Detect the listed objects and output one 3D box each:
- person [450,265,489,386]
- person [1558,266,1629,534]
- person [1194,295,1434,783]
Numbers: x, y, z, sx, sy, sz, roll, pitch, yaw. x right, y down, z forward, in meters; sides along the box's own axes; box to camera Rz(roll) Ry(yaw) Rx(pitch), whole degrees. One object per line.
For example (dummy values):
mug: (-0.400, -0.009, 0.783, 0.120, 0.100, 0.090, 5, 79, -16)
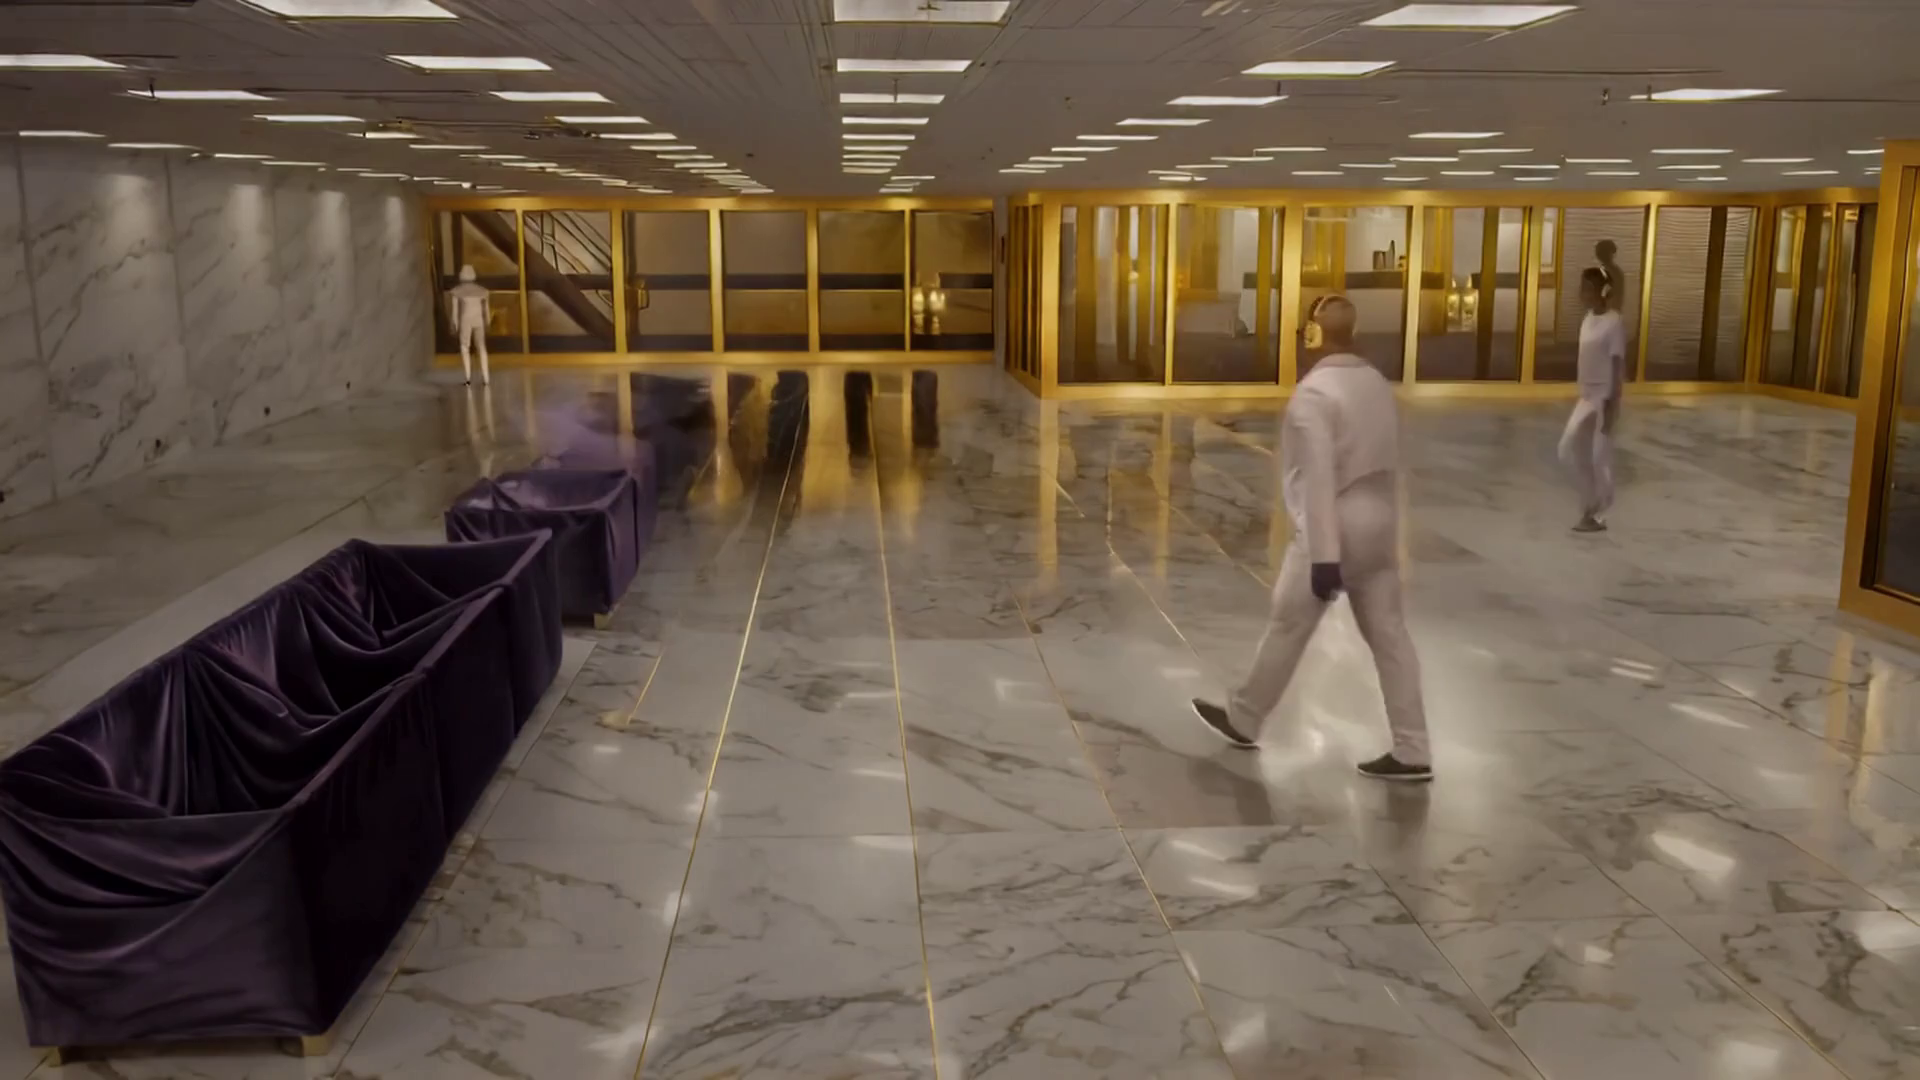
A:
person: (-6.632, -2.897, 22.542, 0.501, 1.633, 0.283, -5, 12, -25)
person: (4.392, -0.950, 11.475, 0.394, 1.855, 0.537, -3, 11, -18)
person: (1.423, -0.013, 6.429, 0.660, 1.840, 1.042, -10, 15, -44)
